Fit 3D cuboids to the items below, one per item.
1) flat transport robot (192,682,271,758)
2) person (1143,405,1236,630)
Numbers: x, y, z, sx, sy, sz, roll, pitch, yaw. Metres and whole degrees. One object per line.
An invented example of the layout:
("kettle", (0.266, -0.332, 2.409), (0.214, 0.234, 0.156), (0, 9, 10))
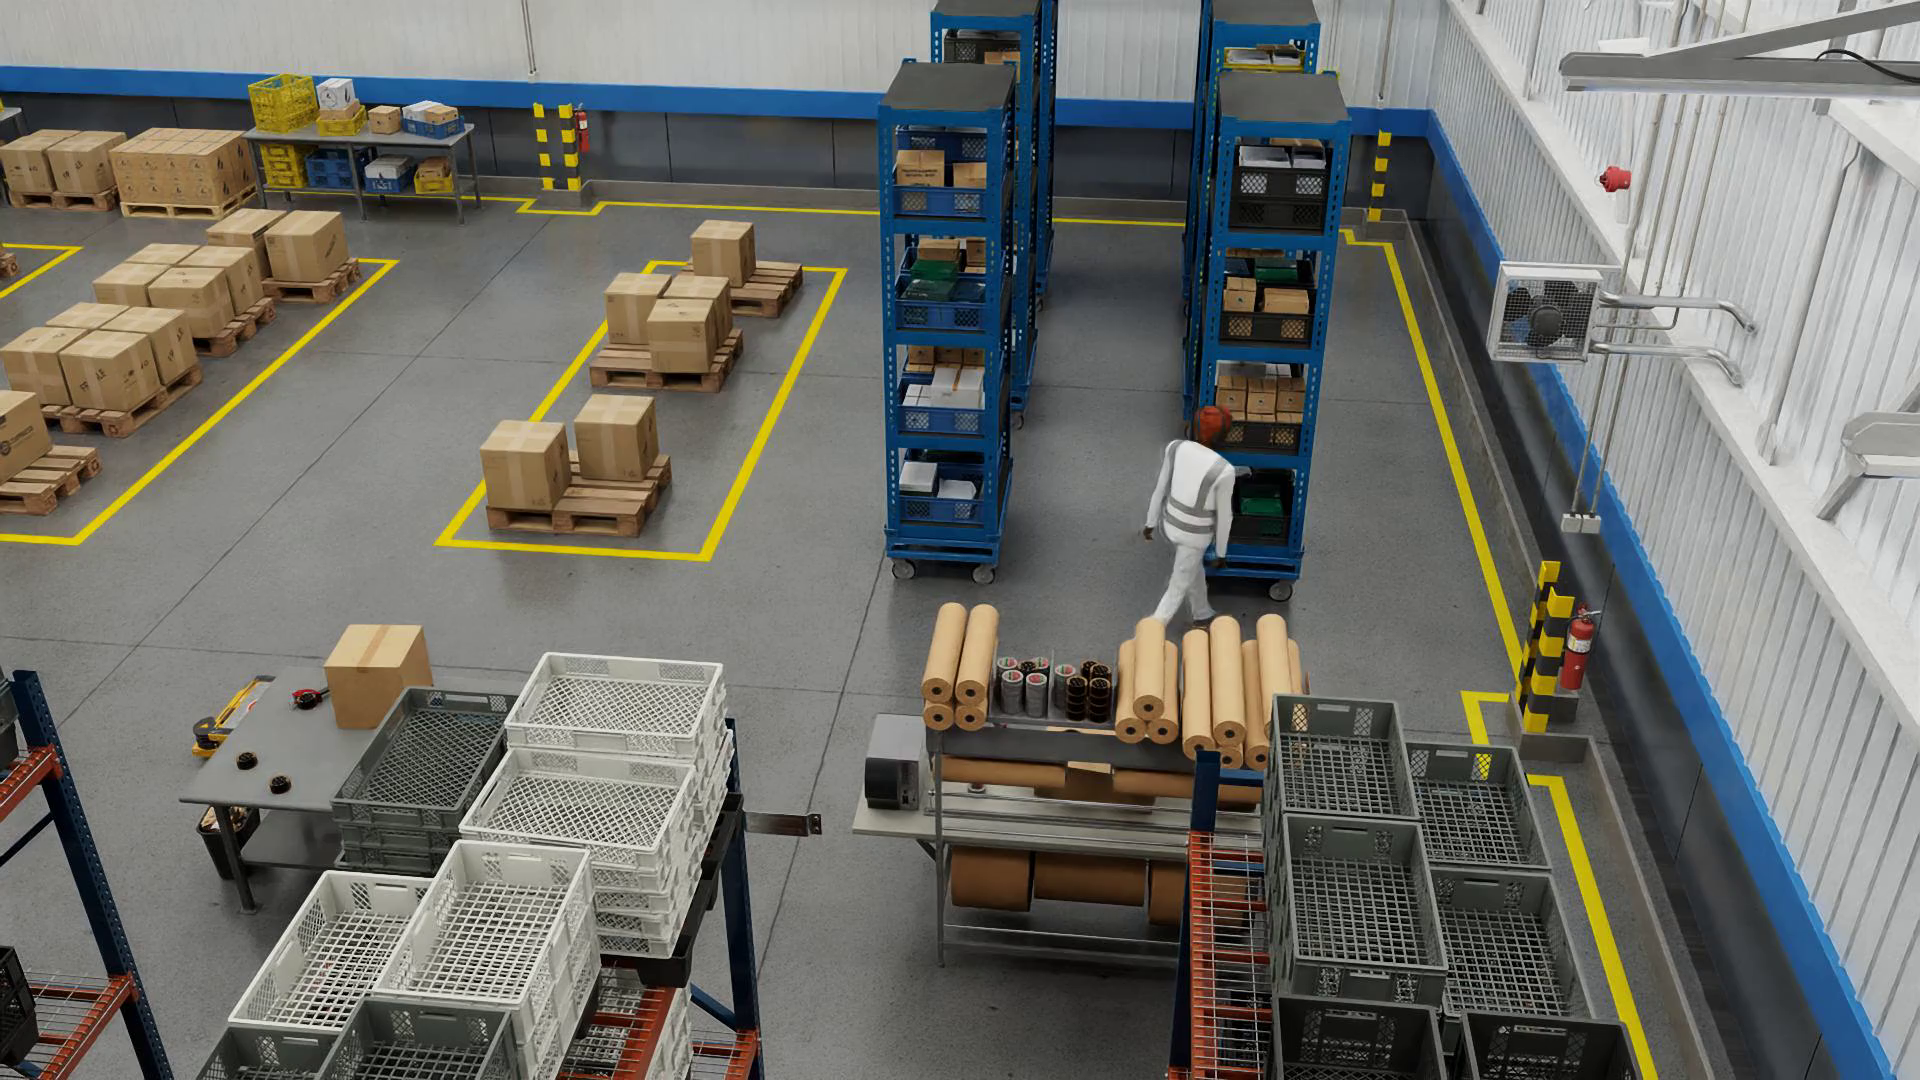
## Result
("flat transport robot", (-4.089, 1.163, 10.648), (1.431, 0.197, 0.652), (3, 30, 6))
("person", (1.516, -0.052, 11.214), (0.952, 1.836, 0.638), (-20, 36, -30))
